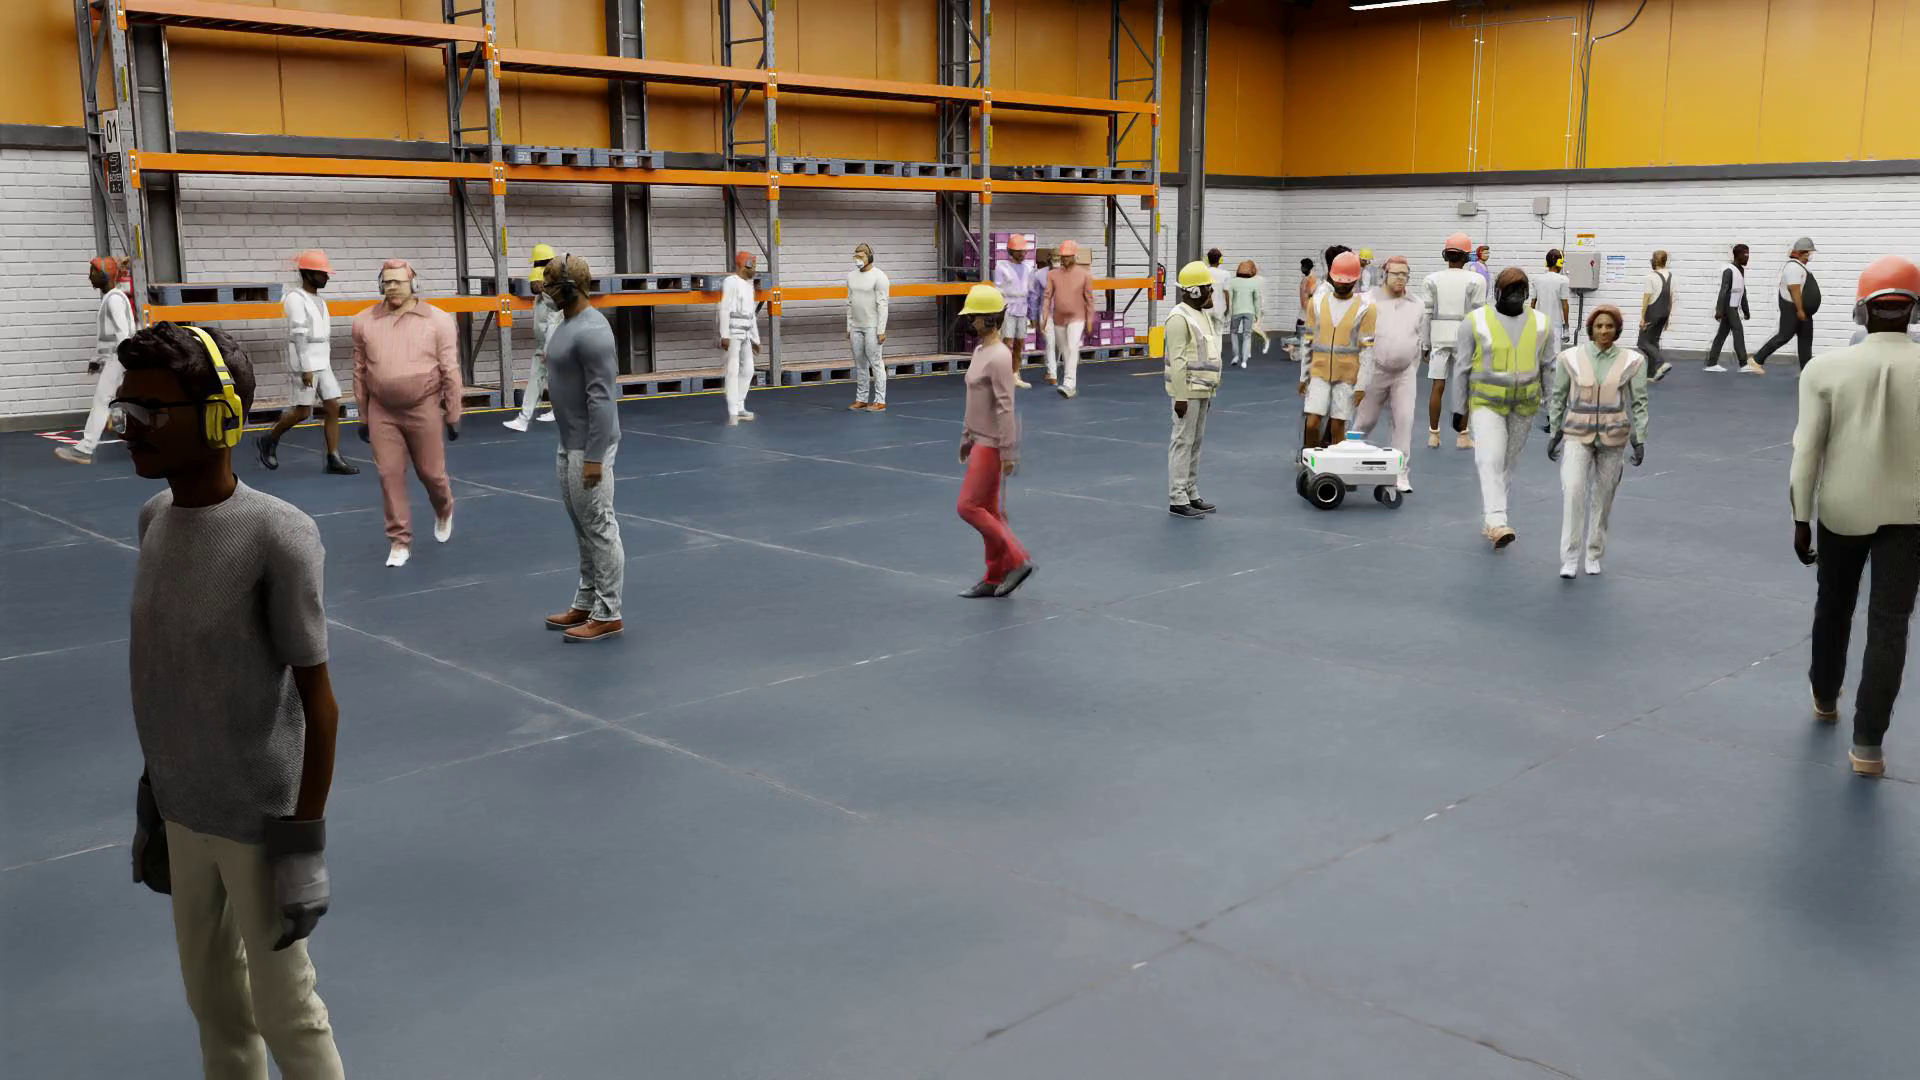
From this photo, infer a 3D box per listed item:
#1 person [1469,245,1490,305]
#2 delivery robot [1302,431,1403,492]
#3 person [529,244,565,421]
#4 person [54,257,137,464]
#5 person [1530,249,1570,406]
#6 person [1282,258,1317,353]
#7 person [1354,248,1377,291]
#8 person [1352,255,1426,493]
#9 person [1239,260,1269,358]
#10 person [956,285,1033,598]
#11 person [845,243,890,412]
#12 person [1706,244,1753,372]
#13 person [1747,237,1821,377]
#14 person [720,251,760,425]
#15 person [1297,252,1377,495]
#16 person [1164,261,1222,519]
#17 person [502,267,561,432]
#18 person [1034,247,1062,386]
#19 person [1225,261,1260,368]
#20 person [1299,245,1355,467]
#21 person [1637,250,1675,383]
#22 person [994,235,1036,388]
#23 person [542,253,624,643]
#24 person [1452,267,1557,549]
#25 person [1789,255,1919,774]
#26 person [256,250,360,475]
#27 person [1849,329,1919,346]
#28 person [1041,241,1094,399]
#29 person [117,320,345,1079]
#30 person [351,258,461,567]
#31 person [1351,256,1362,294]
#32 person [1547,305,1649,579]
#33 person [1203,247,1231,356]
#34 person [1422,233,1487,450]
[{"bbox_3d":[8.870,-4.111,28.487,0.389,1.847,0.563,8,13,37],"label":"person"},{"bbox_3d":[2.940,-0.571,12.454,0.707,0.478,0.477,0,10,0],"label":"delivery robot"},{"bbox_3d":[-4.485,-2.257,18.162,0.371,1.926,0.584,-1,10,-5],"label":"person"},{"bbox_3d":[-7.538,-1.592,14.821,1.012,1.831,0.592,-4,11,-22],"label":"person"},{"bbox_3d":[7.011,-2.515,19.758,0.329,1.861,0.518,-8,13,-39],"label":"person"},{"bbox_3d":[6.021,-4.015,28.534,0.884,1.638,0.578,-1,10,-8],"label":"person"},{"bbox_3d":[7.104,-4.234,29.308,0.481,1.789,0.637,4,11,23],"label":"person"},{"bbox_3d":[3.416,-1.354,13.392,0.631,1.875,0.907,-1,10,-7],"label":"person"},{"bbox_3d":[4.866,-3.822,27.539,0.492,1.617,0.530,-9,14,-42],"label":"person"},{"bbox_3d":[0.124,-0.525,9.196,0.363,1.755,0.530,-1,10,-7],"label":"person"},{"bbox_3d":[-1.071,-2.437,19.155,0.623,1.932,0.368,10,14,43],"label":"person"},{"bbox_3d":[11.526,-3.409,24.557,0.916,1.875,0.621,9,14,40],"label":"person"},{"bbox_3d":[11.865,-3.345,23.782,0.941,2.000,0.676,8,13,38],"label":"person"},{"bbox_3d":[-2.396,-2.167,17.920,0.345,1.849,0.662,4,11,21],"label":"person"},{"bbox_3d":[2.840,-1.226,12.622,0.594,1.898,0.480,5,12,26],"label":"person"},{"bbox_3d":[1.680,-1.077,11.979,0.404,1.834,0.599,5,11,25],"label":"person"},{"bbox_3d":[-4.282,-1.960,17.162,0.898,1.692,0.502,-9,14,-42],"label":"person"},{"bbox_3d":[1.289,-3.057,22.725,0.642,1.879,1.000,0,10,-2],"label":"person"},{"bbox_3d":[4.344,-3.465,25.579,0.533,1.613,0.514,1,10,3],"label":"person"},{"bbox_3d":[3.220,-1.567,14.377,0.570,1.939,0.636,2,11,8],"label":"person"},{"bbox_3d":[9.498,-3.027,22.634,0.529,1.827,0.538,-5,11,-24],"label":"person"},{"bbox_3d":[0.745,-2.973,21.829,0.653,2.027,0.506,-7,12,-32],"label":"person"},{"bbox_3d":[-1.889,-0.457,8.327,0.374,1.936,0.627,-5,11,-25],"label":"person"},{"bbox_3d":[3.573,-0.842,10.773,0.654,1.802,0.901,0,10,-2],"label":"person"},{"bbox_3d":[3.595,-0.128,6.519,0.619,1.938,1.034,6,12,29],"label":"person"},{"bbox_3d":[-5.552,-1.491,14.054,0.827,1.906,0.557,2,11,11],"label":"person"},{"bbox_3d":[6.564,-0.954,11.932,0.663,1.612,0.520,-8,13,-37],"label":"person"},{"bbox_3d":[1.318,-2.742,20.741,0.612,1.940,1.020,4,11,22],"label":"person"},{"bbox_3d":[-1.370,0.533,3.101,0.521,1.874,0.328,6,12,30],"label":"person"},{"bbox_3d":[-3.442,-0.812,10.403,0.653,1.887,0.750,-1,10,-5],"label":"person"},{"bbox_3d":[5.415,-3.162,23.622,0.533,1.738,0.538,5,12,25],"label":"person"},{"bbox_3d":[3.721,-0.554,9.712,0.547,1.606,0.750,4,11,19],"label":"person"},{"bbox_3d":[3.610,-3.242,23.750,0.518,1.856,0.544,4,11,19],"label":"person"},{"bbox_3d":[4.658,-1.867,15.721,0.606,2.044,0.374,5,12,27],"label":"person"}]
